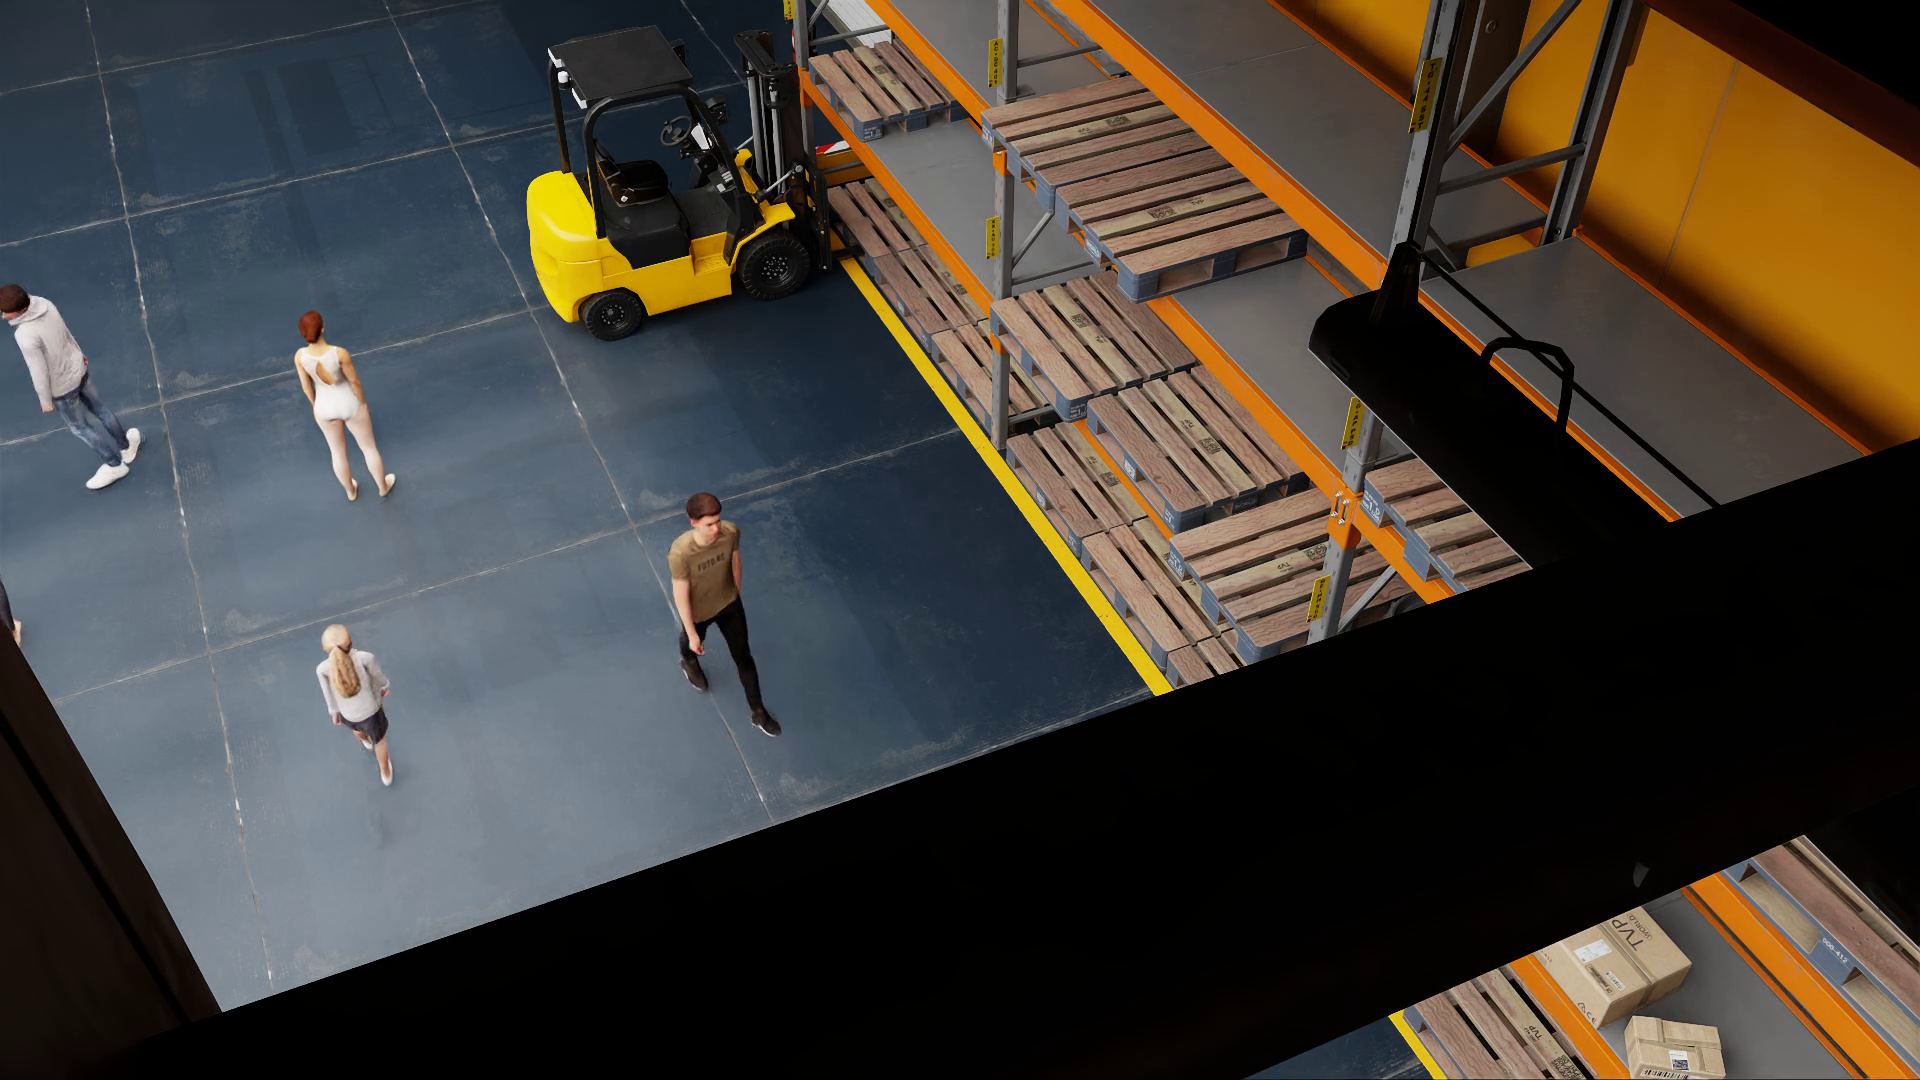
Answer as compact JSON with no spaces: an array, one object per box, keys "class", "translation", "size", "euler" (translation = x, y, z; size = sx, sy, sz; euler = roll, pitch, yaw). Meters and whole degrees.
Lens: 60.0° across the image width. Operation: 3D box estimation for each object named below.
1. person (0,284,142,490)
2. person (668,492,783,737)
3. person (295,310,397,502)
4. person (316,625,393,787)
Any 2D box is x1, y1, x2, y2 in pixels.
[{"class":"person","translation":[-6.476,-1.202,12.130],"size":[0.976,1.819,0.656],"euler":[3,44,3]},{"class":"person","translation":[-1.631,0.379,10.481],"size":[0.822,1.804,1.283],"euler":[-25,49,-24]},{"class":"person","translation":[-4.479,-0.956,12.001],"size":[0.600,1.641,0.576],"euler":[-4,44,-5]},{"class":"person","translation":[-3.673,1.042,10.182],"size":[0.572,1.257,0.779],"euler":[-13,45,-13]}]
